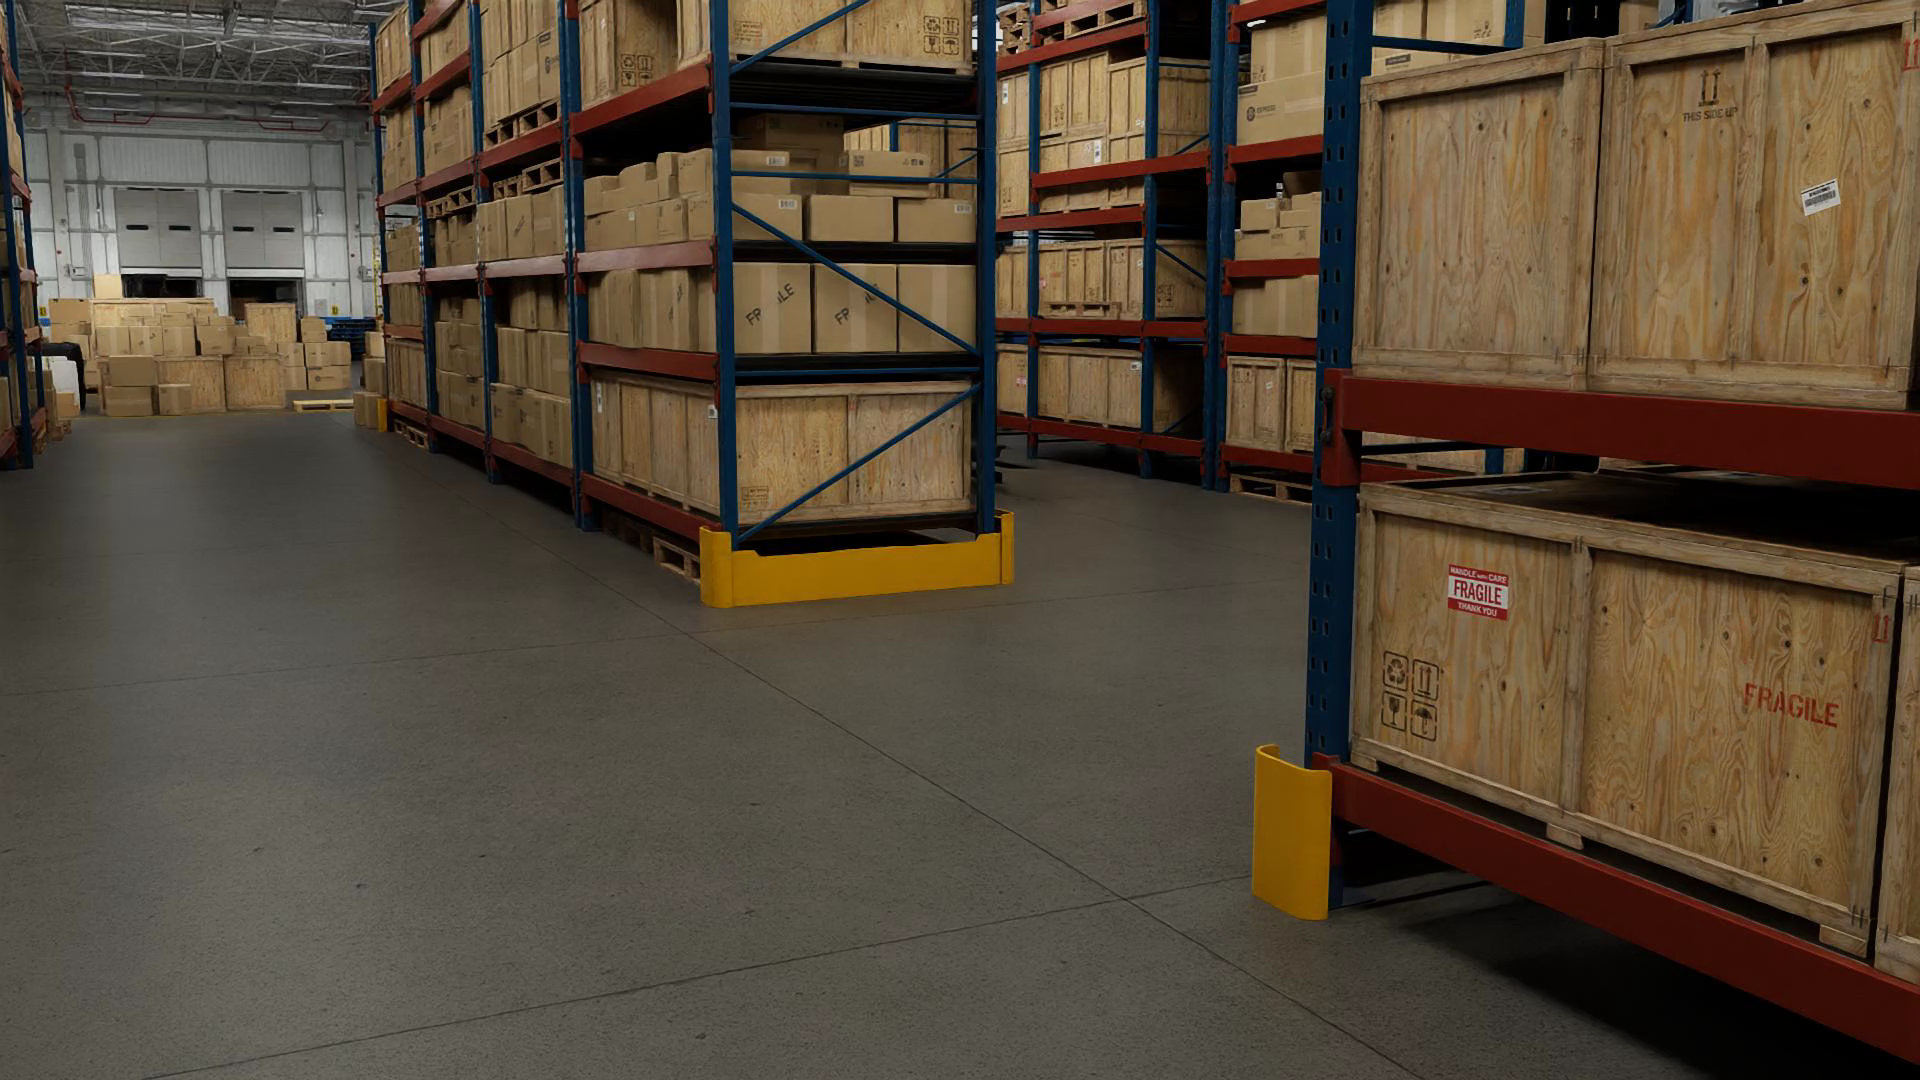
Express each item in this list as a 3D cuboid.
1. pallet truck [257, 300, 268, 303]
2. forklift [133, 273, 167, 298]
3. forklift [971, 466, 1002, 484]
[{"bbox_3d":[-23.913,-7.404,58.171,1.885,1.965,0.823,-1,8,-9],"label":"pallet truck"},{"bbox_3d":[-25.710,-7.092,52.996,1.873,2.768,1.129,6,10,37],"label":"forklift"},{"bbox_3d":[-0.459,-2.050,18.221,1.129,2.768,1.873,-4,9,-26],"label":"forklift"}]
